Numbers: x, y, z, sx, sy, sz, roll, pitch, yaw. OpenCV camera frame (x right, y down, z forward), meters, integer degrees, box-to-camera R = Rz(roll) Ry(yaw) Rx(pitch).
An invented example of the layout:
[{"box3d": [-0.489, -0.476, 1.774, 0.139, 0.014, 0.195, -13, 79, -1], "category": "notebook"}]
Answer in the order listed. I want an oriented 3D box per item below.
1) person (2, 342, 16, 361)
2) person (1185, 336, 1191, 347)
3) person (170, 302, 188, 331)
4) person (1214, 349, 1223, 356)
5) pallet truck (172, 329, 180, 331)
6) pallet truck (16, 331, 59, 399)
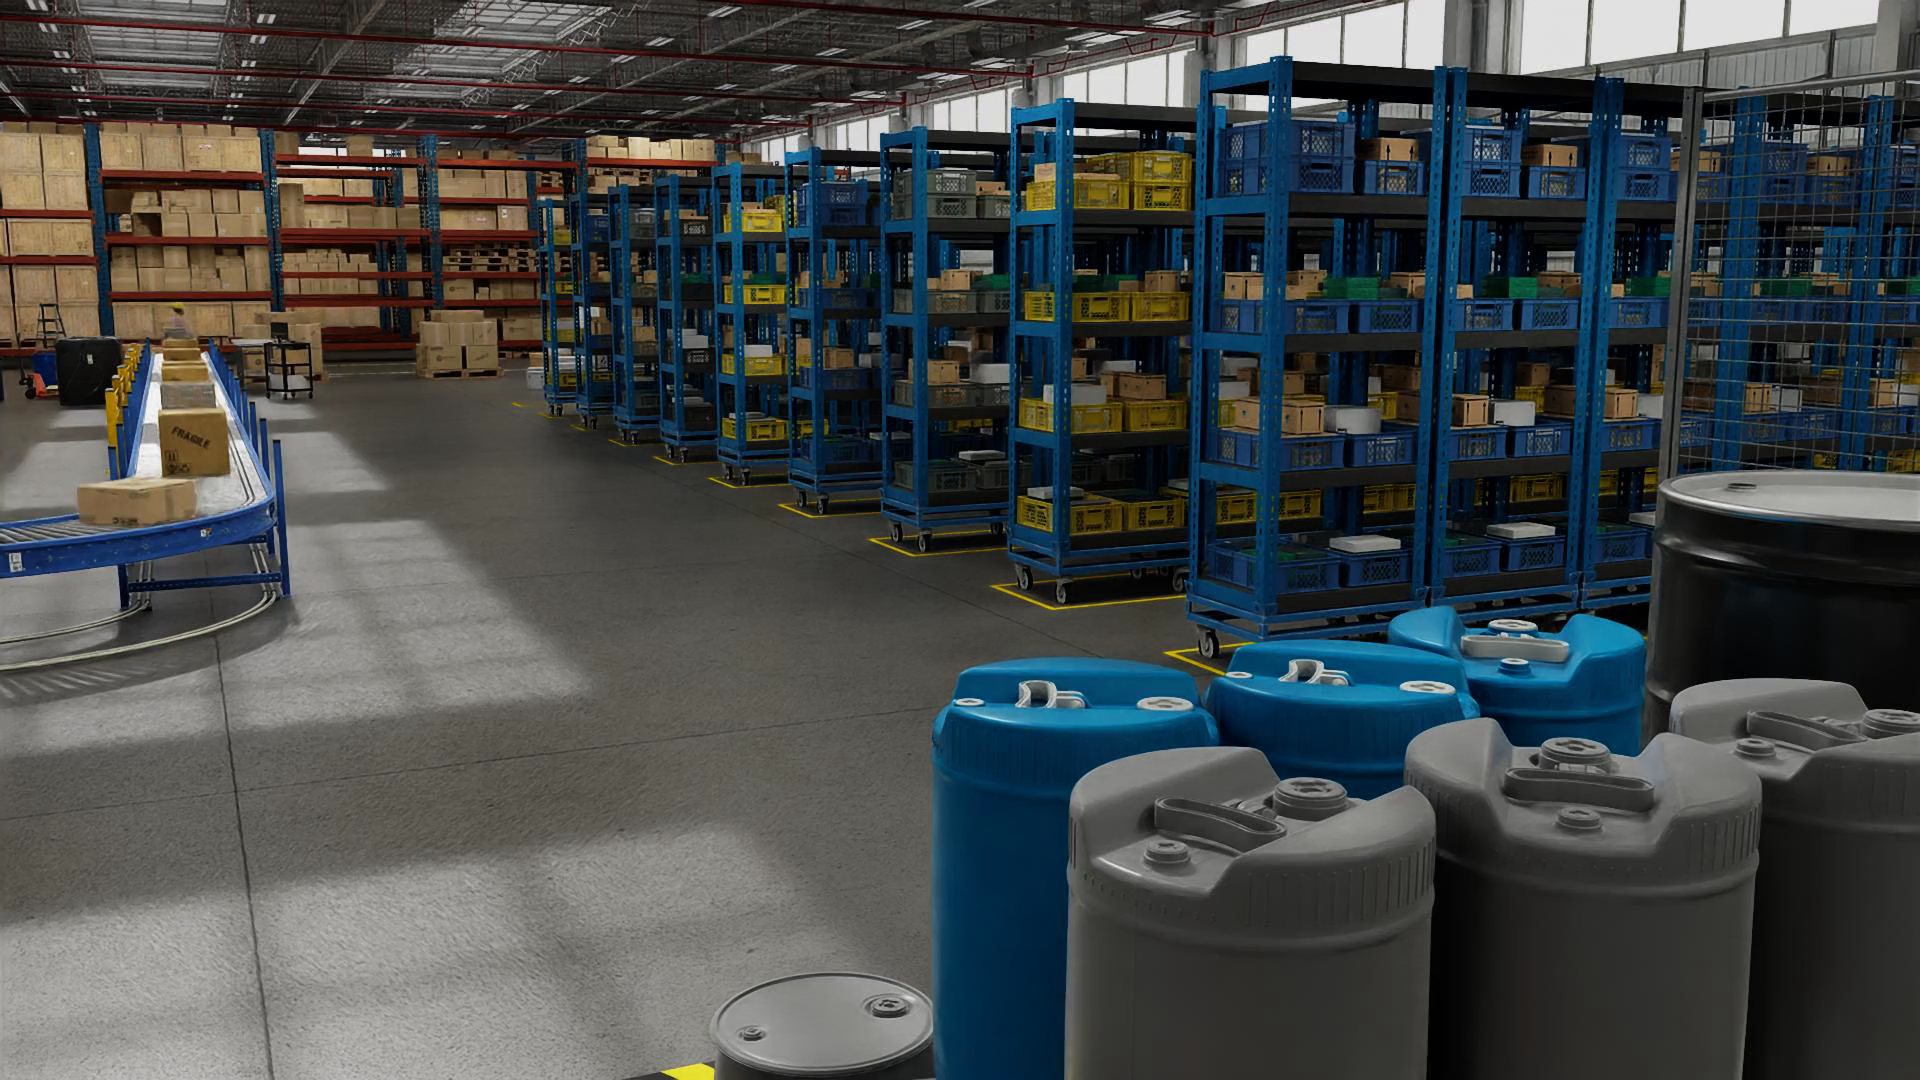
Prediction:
[{"box3d": [-26.086, -5.667, 44.831, 0.900, 1.725, 0.536, -5, 11, -30], "category": "person"}, {"box3d": [3.522, -2.540, 25.173, 0.677, 1.813, 0.631, -1, 9, -5], "category": "person"}, {"box3d": [-17.288, -4.418, 36.979, 0.543, 1.749, 0.507, 9, 13, 43], "category": "person"}, {"box3d": [3.748, -2.388, 24.205, 0.596, 1.812, 0.583, -4, 10, -22], "category": "person"}, {"box3d": [-17.275, -3.851, 35.096, 1.601, 1.201, 0.680, 0, 9, 1], "category": "pallet truck"}, {"box3d": [-17.082, -3.353, 31.781, 1.630, 1.274, 0.653, -4, 10, -25], "category": "pallet truck"}]
